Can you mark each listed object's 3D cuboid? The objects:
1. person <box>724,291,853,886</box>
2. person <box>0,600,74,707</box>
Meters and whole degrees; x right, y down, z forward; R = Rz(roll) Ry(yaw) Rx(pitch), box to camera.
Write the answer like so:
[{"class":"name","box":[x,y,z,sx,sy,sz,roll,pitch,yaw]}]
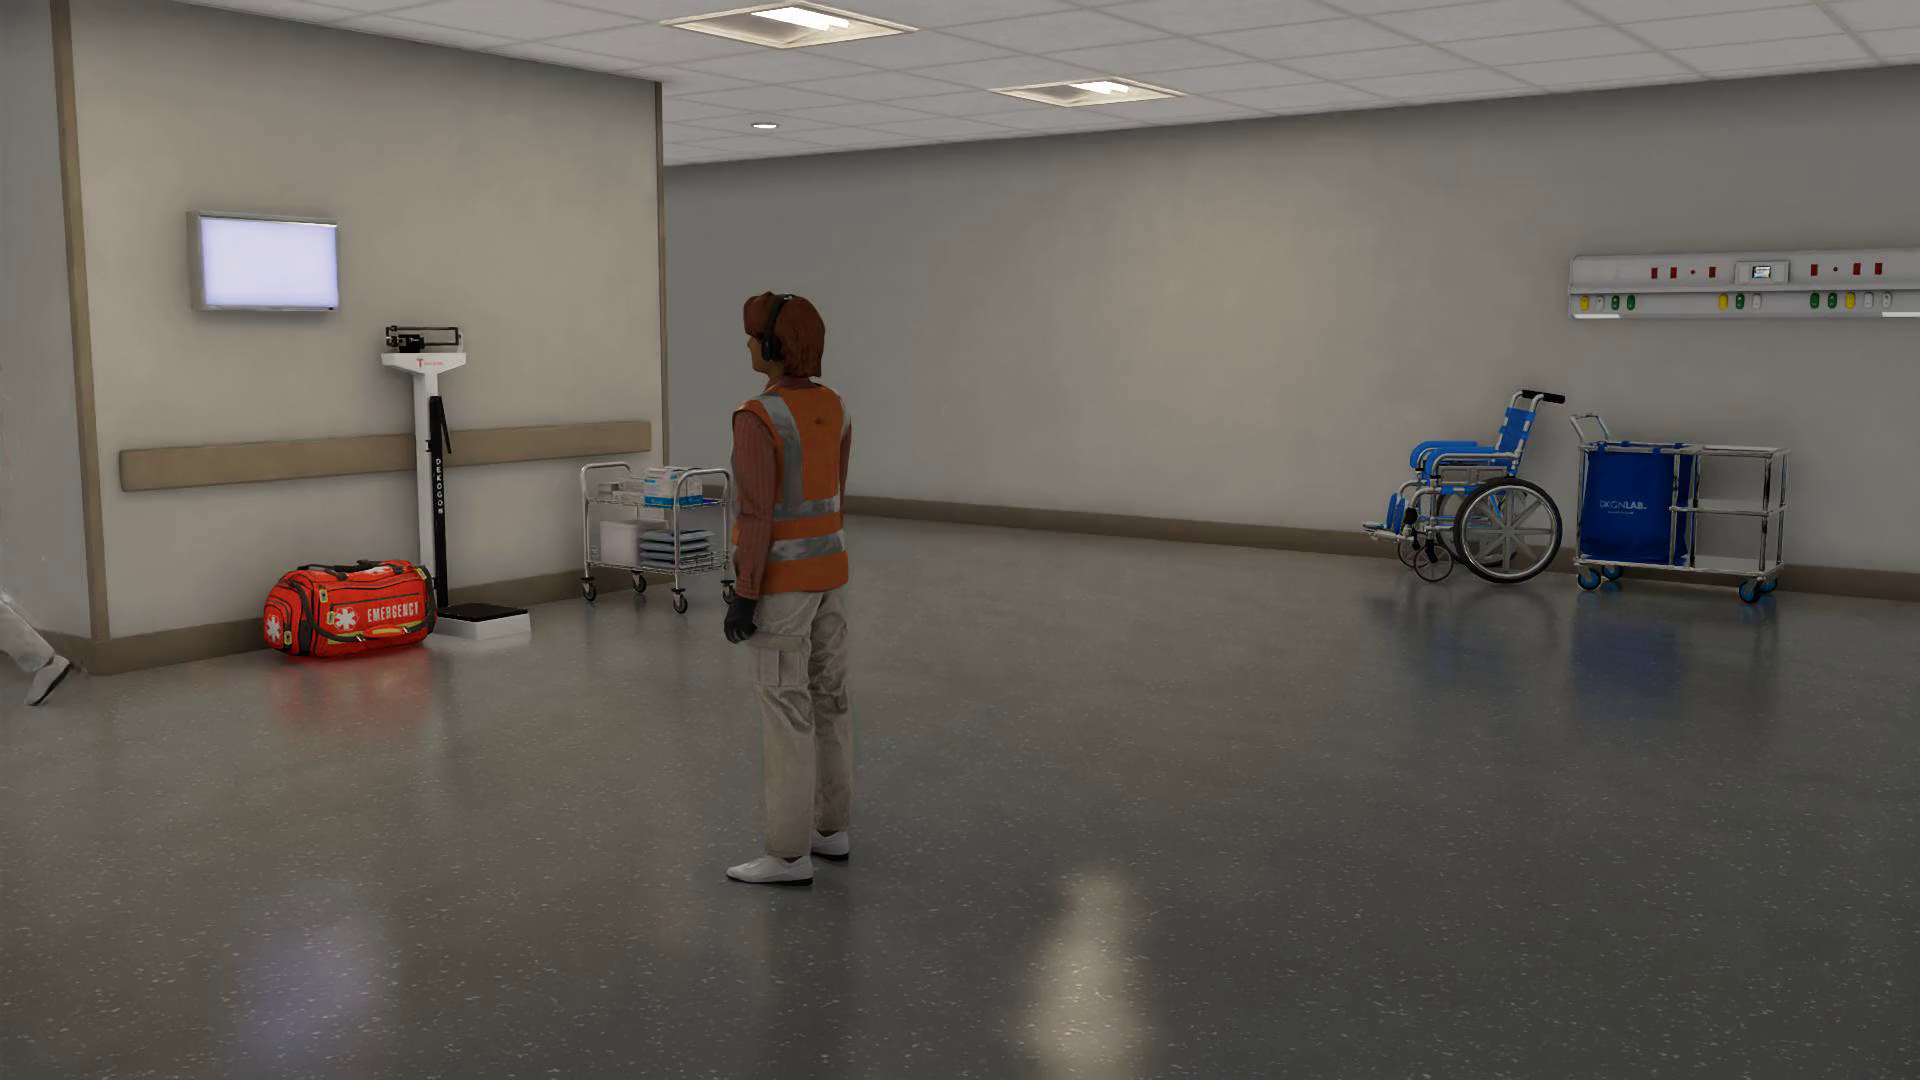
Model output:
[{"class":"person","box":[-0.472,0.136,4.640,0.310,1.644,0.514,3,8,25]},{"class":"person","box":[-3.956,-0.074,6.533,0.814,1.608,0.518,-7,10,-43]}]
